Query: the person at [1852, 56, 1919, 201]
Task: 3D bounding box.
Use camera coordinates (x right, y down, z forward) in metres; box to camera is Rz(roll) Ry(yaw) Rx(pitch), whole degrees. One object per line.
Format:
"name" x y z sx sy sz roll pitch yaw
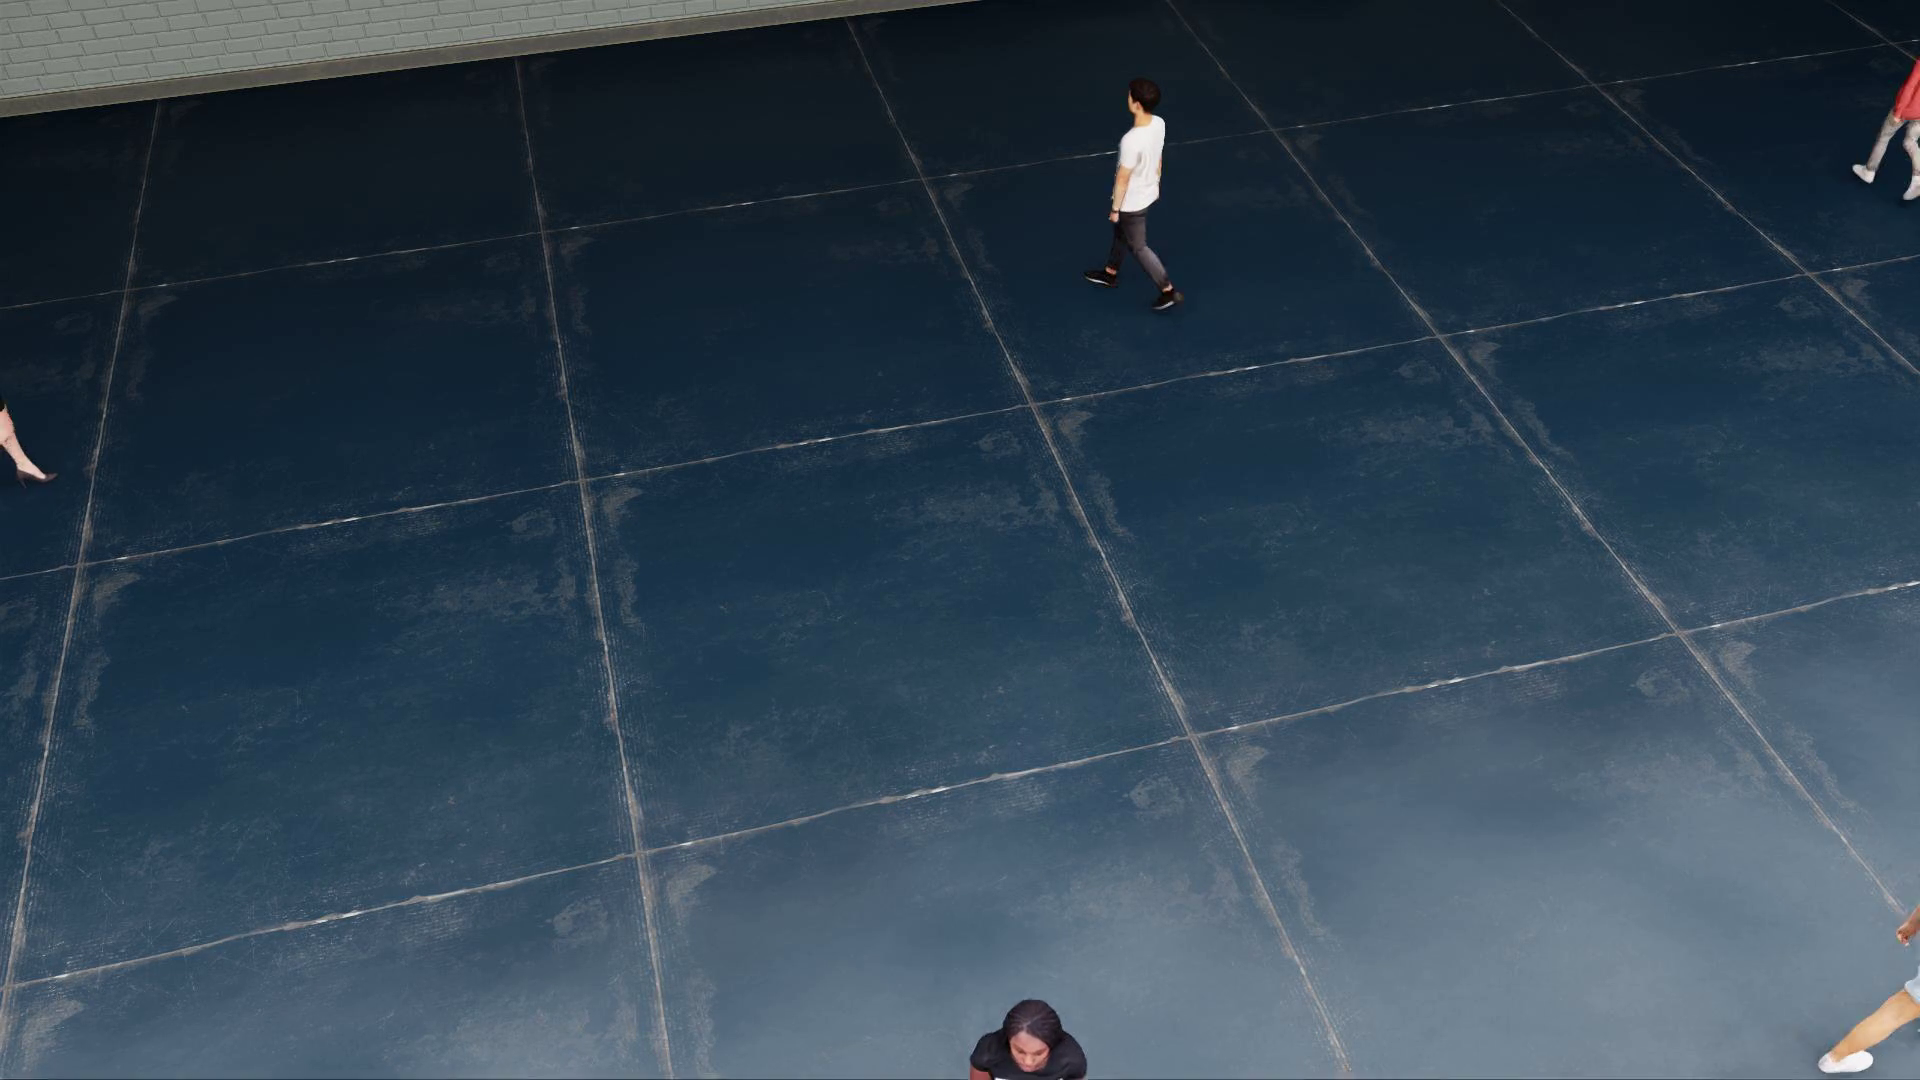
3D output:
"person" 7.311 -3.264 12.658 0.520 1.399 0.856 -10 44 -11

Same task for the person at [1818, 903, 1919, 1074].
"person" 4.106 1.781 7.038 0.726 1.695 0.977 -4 43 -4

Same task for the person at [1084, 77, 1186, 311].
"person" 1.276 -2.347 11.461 1.143 1.692 1.056 24 48 23

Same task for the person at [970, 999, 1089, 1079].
"person" 0.263 2.206 6.577 0.692 1.702 0.888 -3 43 -3
